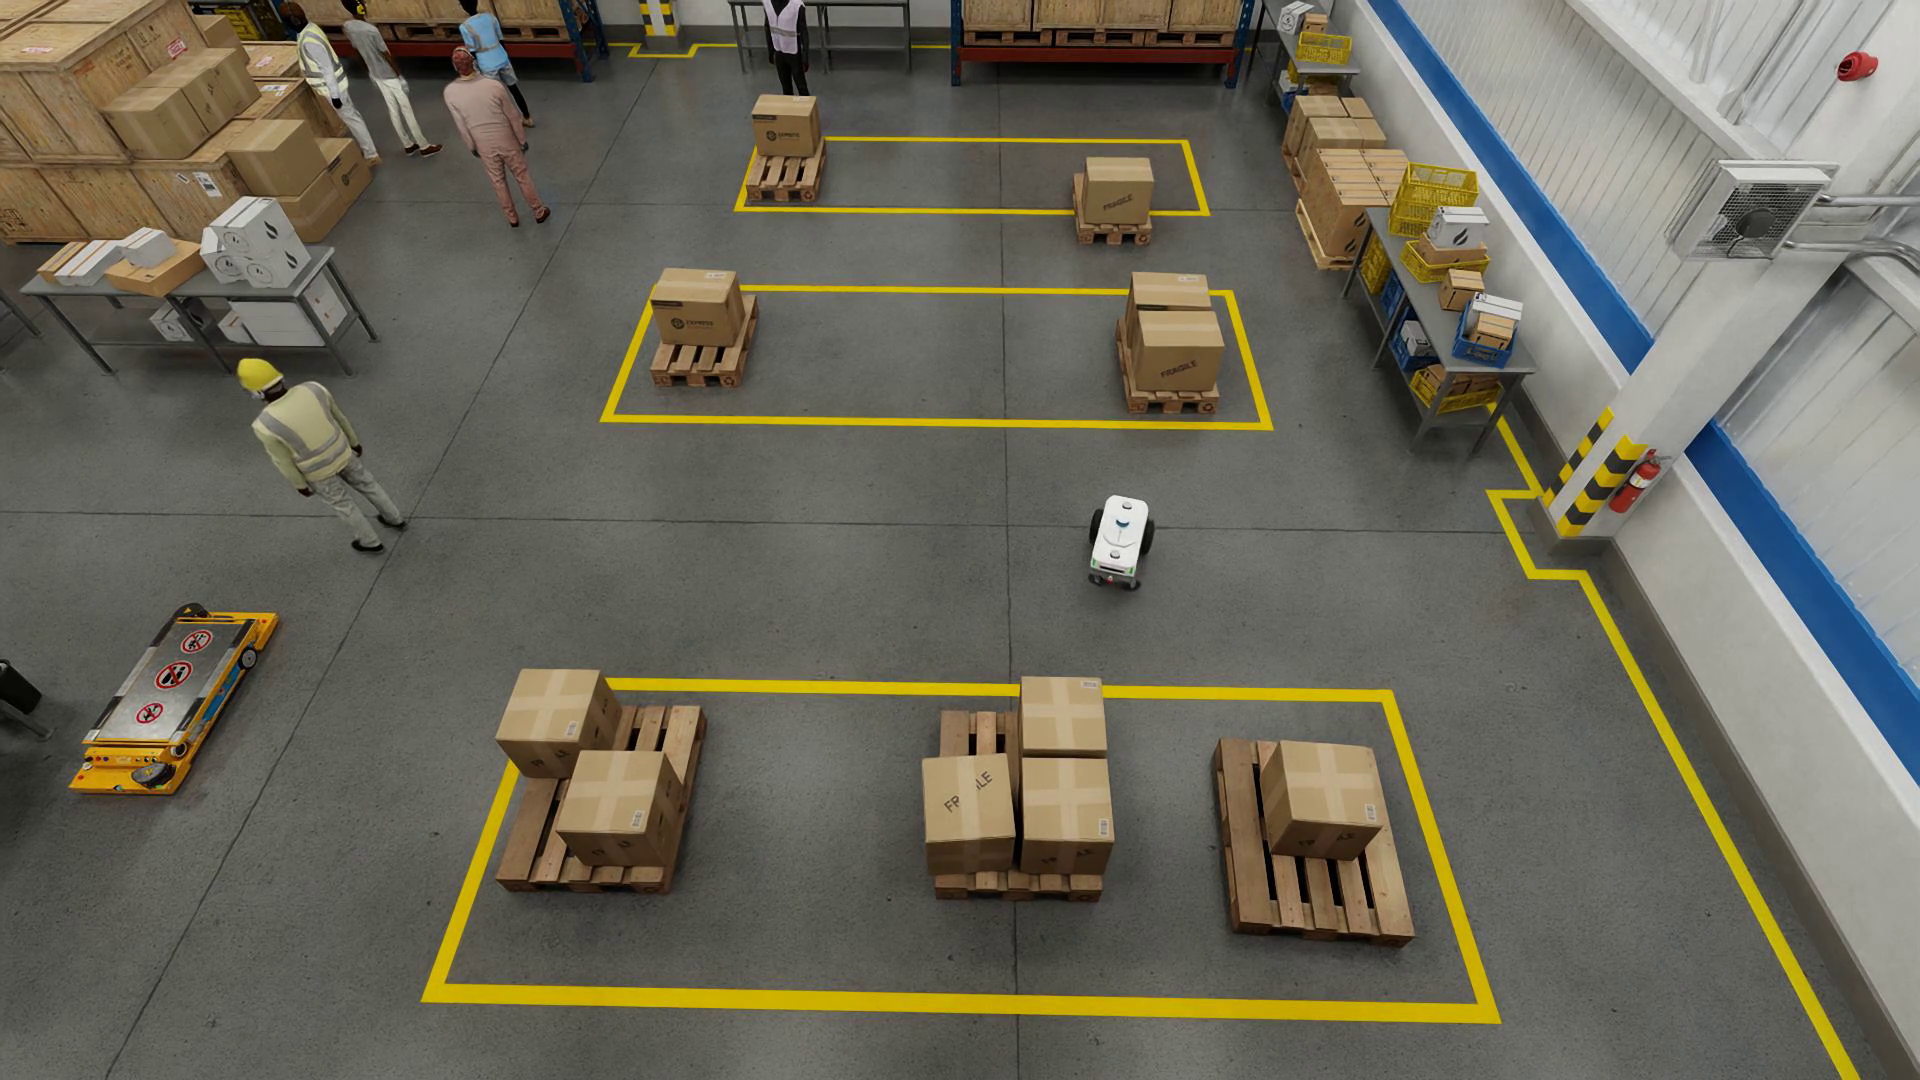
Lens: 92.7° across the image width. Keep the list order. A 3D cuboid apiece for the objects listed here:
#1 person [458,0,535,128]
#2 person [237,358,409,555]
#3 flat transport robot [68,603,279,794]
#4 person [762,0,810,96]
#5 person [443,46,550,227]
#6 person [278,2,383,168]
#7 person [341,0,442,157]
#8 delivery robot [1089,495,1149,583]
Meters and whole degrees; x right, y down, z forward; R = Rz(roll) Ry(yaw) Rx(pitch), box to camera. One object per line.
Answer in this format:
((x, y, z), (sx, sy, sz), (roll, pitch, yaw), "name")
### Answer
((-5.840, -5.958, 11.468), (0.323, 1.688, 0.536), (24, 54, 19), "person")
((-4.766, -0.610, 6.855), (0.403, 1.826, 0.595), (15, 51, 12), "person")
((-5.504, 1.072, 6.442), (0.652, 0.197, 1.431), (1, 50, 1), "flat transport robot")
((-2.136, -6.083, 11.425), (0.596, 1.918, 0.379), (20, 53, 16), "person")
((-5.040, -4.346, 9.963), (0.643, 1.909, 0.410), (-11, 51, -9), "person")
((-7.471, -5.381, 10.883), (0.429, 1.838, 0.634), (-23, 53, -18), "person")
((-6.891, -5.577, 11.028), (0.511, 1.872, 0.329), (13, 51, 11), "person")
((1.240, -0.012, 7.116), (0.477, 0.478, 0.707), (13, 51, 11), "delivery robot")
